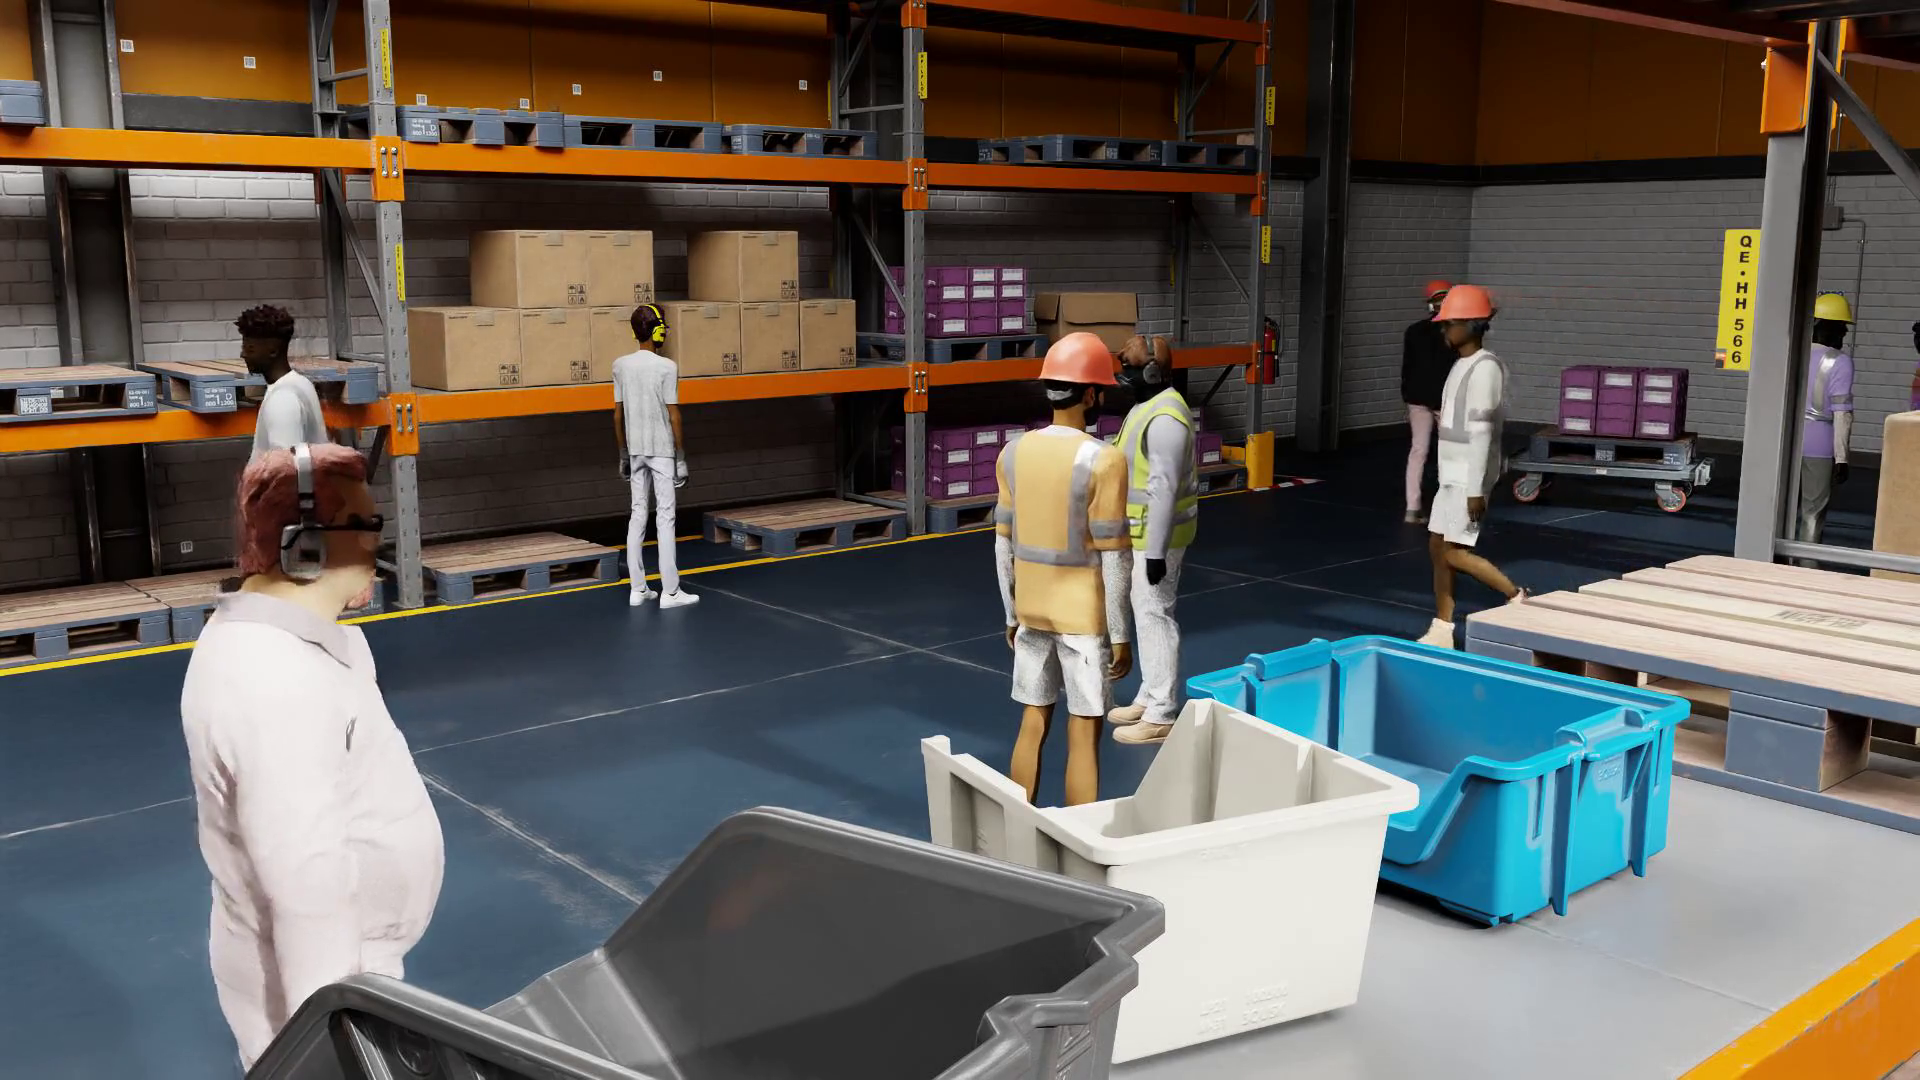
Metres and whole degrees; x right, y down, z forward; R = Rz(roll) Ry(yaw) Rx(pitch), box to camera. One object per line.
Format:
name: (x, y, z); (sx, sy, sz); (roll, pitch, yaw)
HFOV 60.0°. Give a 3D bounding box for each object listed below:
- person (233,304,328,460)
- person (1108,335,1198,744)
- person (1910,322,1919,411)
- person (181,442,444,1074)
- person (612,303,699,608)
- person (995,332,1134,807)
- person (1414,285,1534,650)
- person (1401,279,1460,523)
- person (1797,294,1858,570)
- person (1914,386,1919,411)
person: (-3.261, -0.144, 7.936); (0.531, 1.945, 0.647); (-3, 11, -17)
person: (0.849, -0.005, 7.511); (0.430, 1.835, 0.626); (0, 10, 0)
person: (7.342, -0.834, 12.585); (0.401, 1.667, 0.623); (3, 10, 15)
person: (-1.111, 0.778, 2.944); (0.399, 1.900, 0.681); (-5, 11, -28)
person: (-1.883, -0.512, 10.237); (0.508, 1.872, 0.329); (5, 11, 25)
person: (0.387, 0.253, 5.767); (0.552, 1.932, 0.377); (9, 14, 42)
person: (2.758, -0.343, 8.868); (0.695, 2.022, 0.620); (1, 10, 3)
person: (3.831, -1.115, 13.392); (0.637, 1.939, 0.859); (8, 13, 37)
person: (5.357, -0.579, 10.460); (0.382, 1.921, 0.591); (-3, 11, -18)
person: (5.981, -0.504, 10.192); (0.394, 1.886, 0.652); (4, 11, 23)
